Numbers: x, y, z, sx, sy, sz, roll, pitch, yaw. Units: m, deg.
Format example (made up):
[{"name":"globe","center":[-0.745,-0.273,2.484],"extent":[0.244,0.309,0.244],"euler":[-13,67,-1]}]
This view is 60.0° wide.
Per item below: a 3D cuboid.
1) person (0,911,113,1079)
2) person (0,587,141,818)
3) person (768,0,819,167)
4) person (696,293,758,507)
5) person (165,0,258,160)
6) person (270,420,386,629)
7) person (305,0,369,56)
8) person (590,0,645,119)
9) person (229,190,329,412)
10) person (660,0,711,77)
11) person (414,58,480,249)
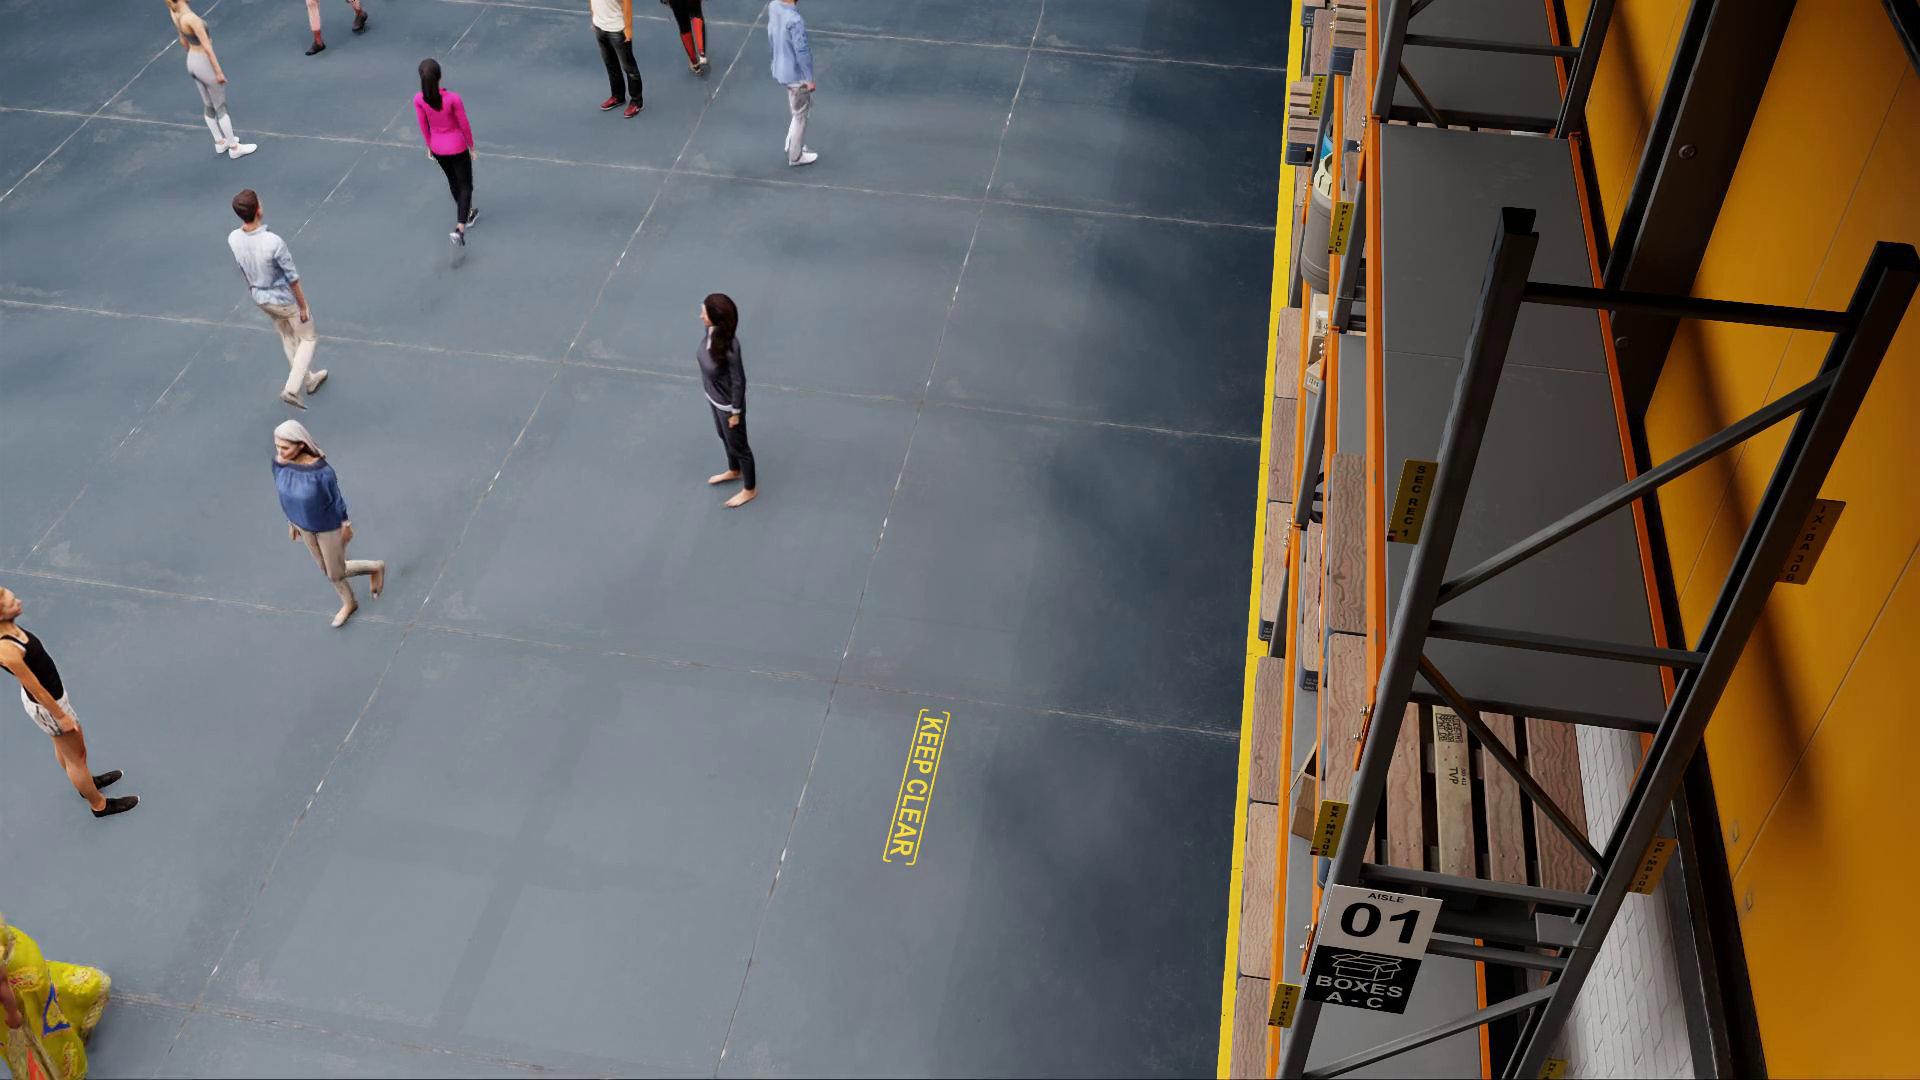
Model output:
[{"name":"person","center":[-4.881,2.208,8.562],"extent":[1.104,1.646,1.155],"euler":[30,51,28]},{"name":"person","center":[-5.359,0.935,9.746],"extent":[0.741,1.845,0.689],"euler":[-28,50,-26]},{"name":"person","center":[-1.593,-4.256,15.171],"extent":[0.845,1.879,0.776],"euler":[-23,48,-23]},{"name":"person","center":[-1.660,-1.020,11.855],"extent":[0.744,1.767,0.668],"euler":[-22,48,-22]},{"name":"person","center":[-7.010,-4.363,15.409],"extent":[0.633,1.705,0.647],"euler":[27,50,26]},{"name":"person","center":[-4.182,-0.153,11.011],"extent":[0.704,1.686,0.795],"euler":[16,46,16]},{"name":"person","center":[-6.499,-5.910,17.053],"extent":[0.767,1.677,1.189],"euler":[15,46,15]},{"name":"person","center":[-3.322,-4.956,15.970],"extent":[0.717,1.800,0.691],"euler":[26,49,24]},{"name":"person","center":[-5.200,-1.766,12.592],"extent":[0.692,1.830,0.935],"euler":[10,45,10]},{"name":"person","center":[-2.736,-5.428,16.463],"extent":[0.800,1.792,0.829],"euler":[-11,45,-11]},{"name":"person","center":[-4.414,-3.313,14.334],"extent":[0.656,1.677,1.060],"euler":[2,44,2]}]
